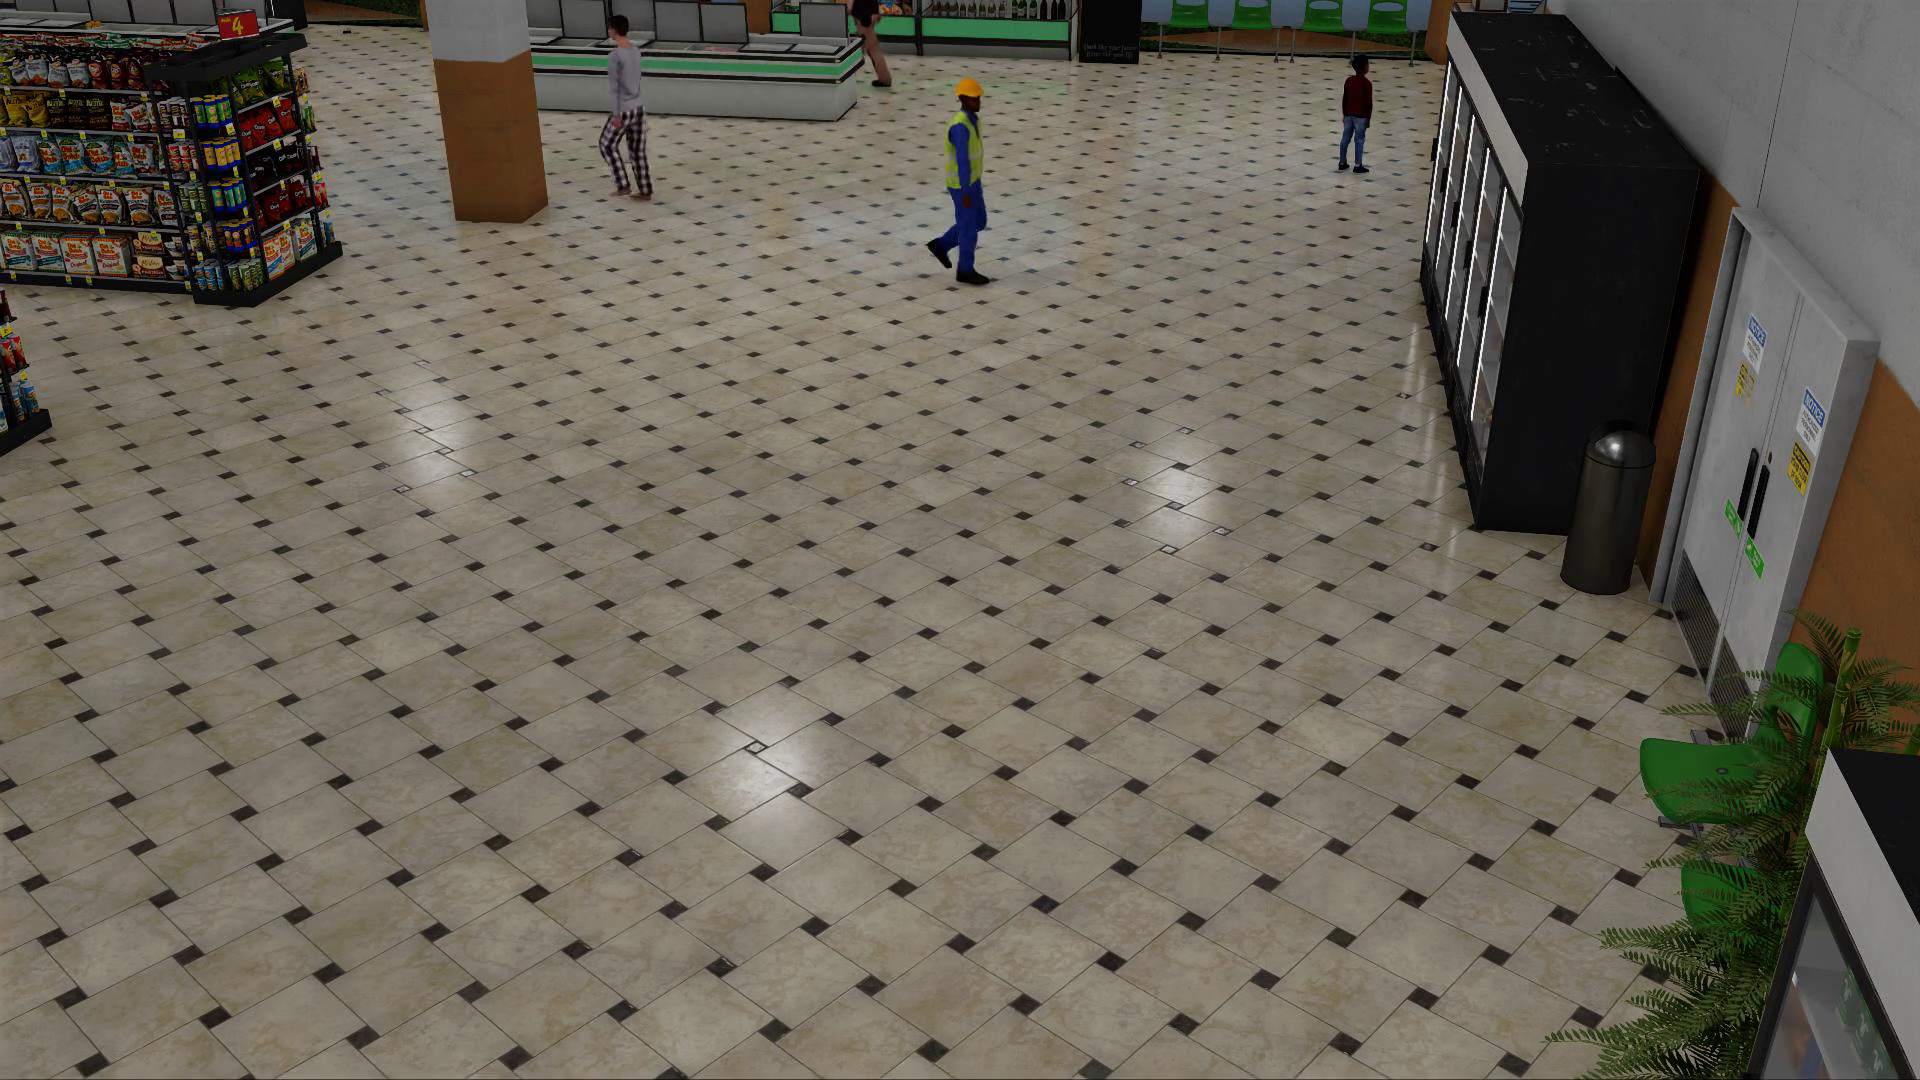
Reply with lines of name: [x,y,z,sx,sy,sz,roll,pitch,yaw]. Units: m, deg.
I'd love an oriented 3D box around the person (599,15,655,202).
person: [-3.267,-4.306,16.700,0.836,1.834,0.774,16,31,29]

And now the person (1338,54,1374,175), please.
person: [4.262,-4.581,17.882,0.645,1.256,0.566,-24,35,-39]

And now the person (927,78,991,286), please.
person: [-0.028,-3.069,14.312,0.869,1.788,0.722,7,28,13]

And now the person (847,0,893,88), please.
person: [-1.157,-6.750,21.582,1.300,1.777,0.970,15,30,26]
